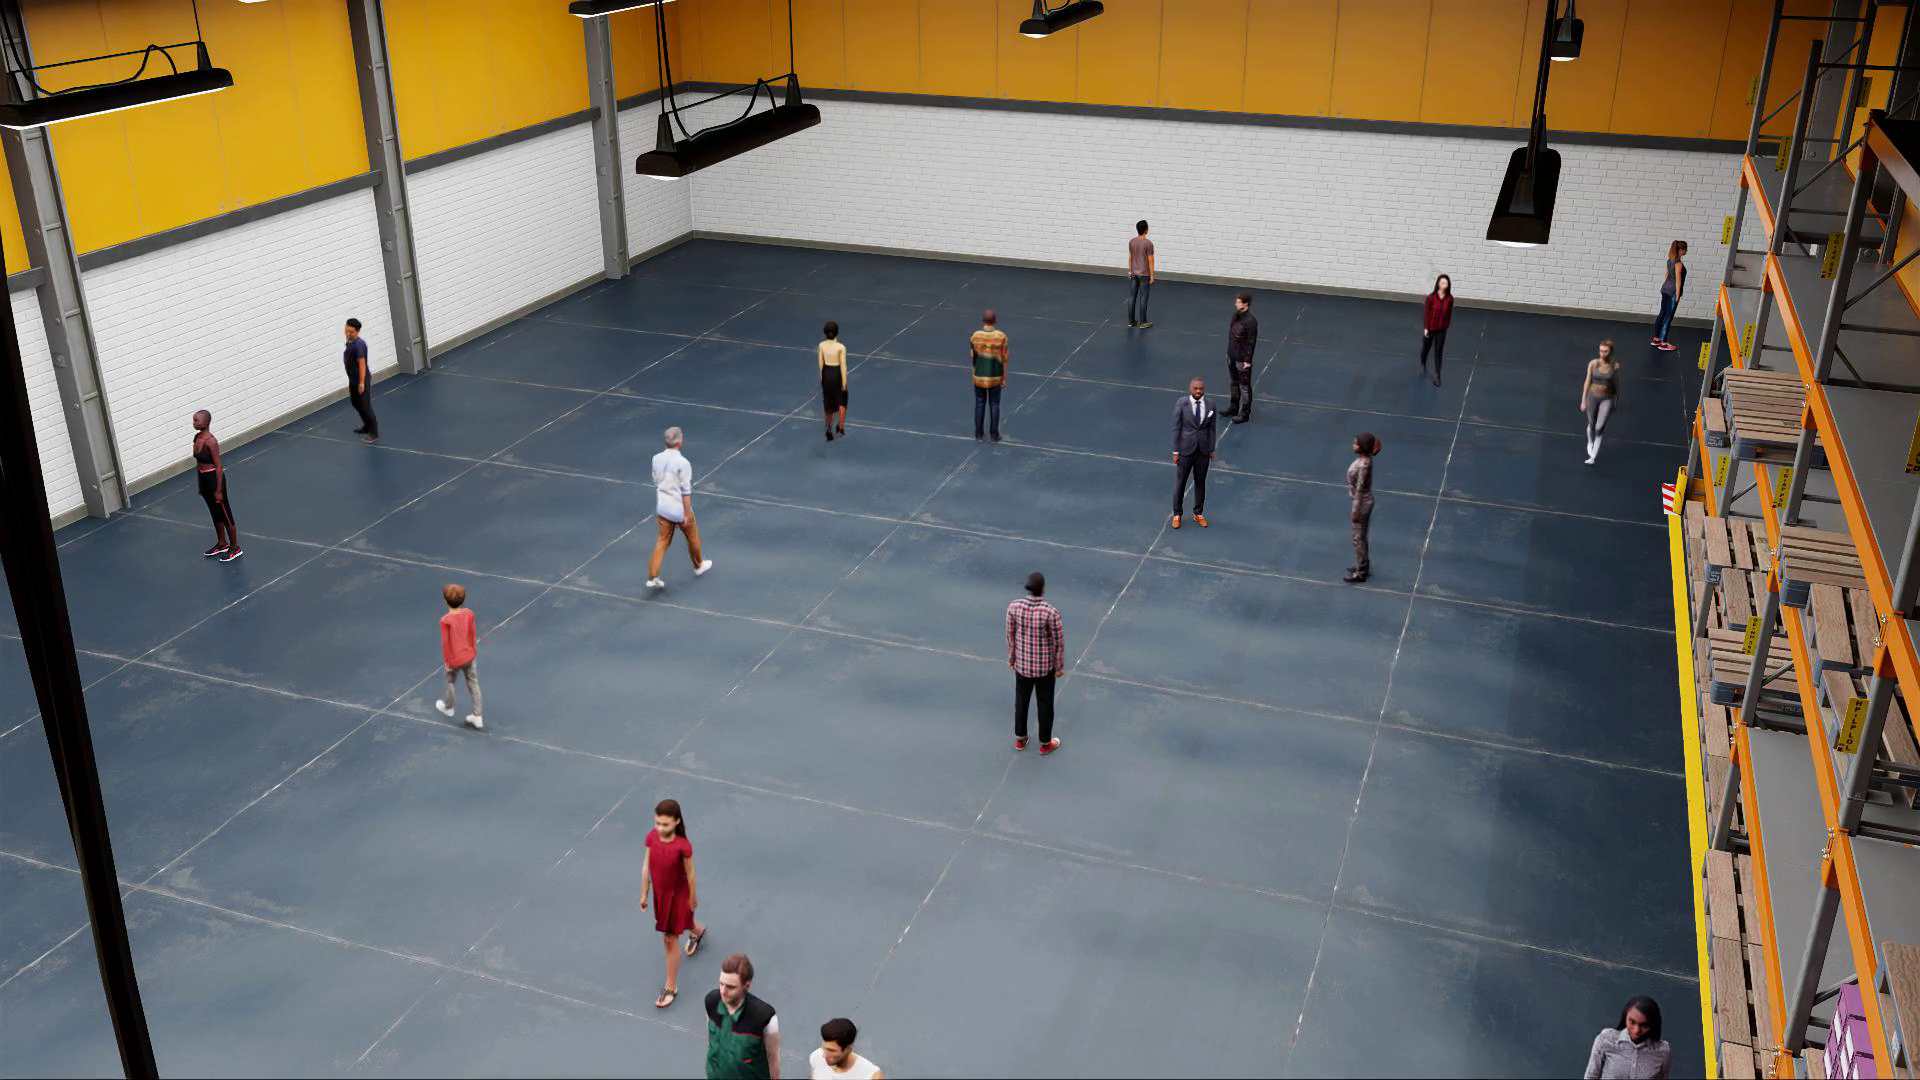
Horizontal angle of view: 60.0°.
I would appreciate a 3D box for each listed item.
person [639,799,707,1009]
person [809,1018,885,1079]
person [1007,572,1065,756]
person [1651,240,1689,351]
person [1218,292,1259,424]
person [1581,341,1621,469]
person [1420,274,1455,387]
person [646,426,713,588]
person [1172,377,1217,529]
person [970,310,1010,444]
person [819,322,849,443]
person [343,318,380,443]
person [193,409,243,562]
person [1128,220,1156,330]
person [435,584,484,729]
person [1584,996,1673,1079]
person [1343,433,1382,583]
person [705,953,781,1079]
[{"bbox_3d":[-2.040,2.488,11.938,0.571,1.525,1.059,10,26,22],"label":"person"},{"bbox_3d":[-0.572,3.410,9.560,0.848,1.741,1.216,16,28,32],"label":"person"},{"bbox_3d":[0.671,1.088,14.846,0.675,1.762,0.568,9,25,19],"label":"person"},{"bbox_3d":[11.232,-3.885,26.268,0.703,1.724,0.594,-2,24,-4],"label":"person"},{"bbox_3d":[3.911,-2.555,23.080,0.840,1.840,0.765,-9,25,-20],"label":"person"},{"bbox_3d":[8.318,-1.803,21.595,0.678,1.652,1.171,9,25,19],"label":"person"},{"bbox_3d":[7.017,-3.145,24.715,0.815,1.612,1.141,1,24,1],"label":"person"},{"bbox_3d":[-3.150,-0.306,18.002,0.807,1.788,1.223,12,26,26],"label":"person"},{"bbox_3d":[2.754,-1.056,19.672,0.785,1.824,0.779,-3,24,-7],"label":"person"},{"bbox_3d":[0.374,-2.199,22.311,0.737,1.805,0.728,3,24,6],"label":"person"},{"bbox_3d":[-1.734,-2.093,22.273,0.590,1.641,0.647,7,25,15],"label":"person"},{"bbox_3d":[-8.013,-2.142,22.239,0.786,1.758,0.832,-11,26,-24],"label":"person"},{"bbox_3d":[-8.431,-0.640,18.805,0.635,1.757,0.613,16,28,32],"label":"person"},{"bbox_3d":[2.960,-4.373,27.316,0.685,1.779,0.643,17,29,33],"label":"person"},{"bbox_3d":[-4.555,1.094,15.292,0.796,1.394,0.862,21,31,39],"label":"person"},{"bbox_3d":[3.843,3.368,9.678,0.601,1.724,0.501,9,25,20],"label":"person"},{"bbox_3d":[4.405,-0.369,18.244,0.638,1.709,0.501,7,25,15],"label":"person"},{"bbox_3d":[-1.264,3.212,9.910,0.762,1.822,1.091,12,27,26],"label":"person"}]
